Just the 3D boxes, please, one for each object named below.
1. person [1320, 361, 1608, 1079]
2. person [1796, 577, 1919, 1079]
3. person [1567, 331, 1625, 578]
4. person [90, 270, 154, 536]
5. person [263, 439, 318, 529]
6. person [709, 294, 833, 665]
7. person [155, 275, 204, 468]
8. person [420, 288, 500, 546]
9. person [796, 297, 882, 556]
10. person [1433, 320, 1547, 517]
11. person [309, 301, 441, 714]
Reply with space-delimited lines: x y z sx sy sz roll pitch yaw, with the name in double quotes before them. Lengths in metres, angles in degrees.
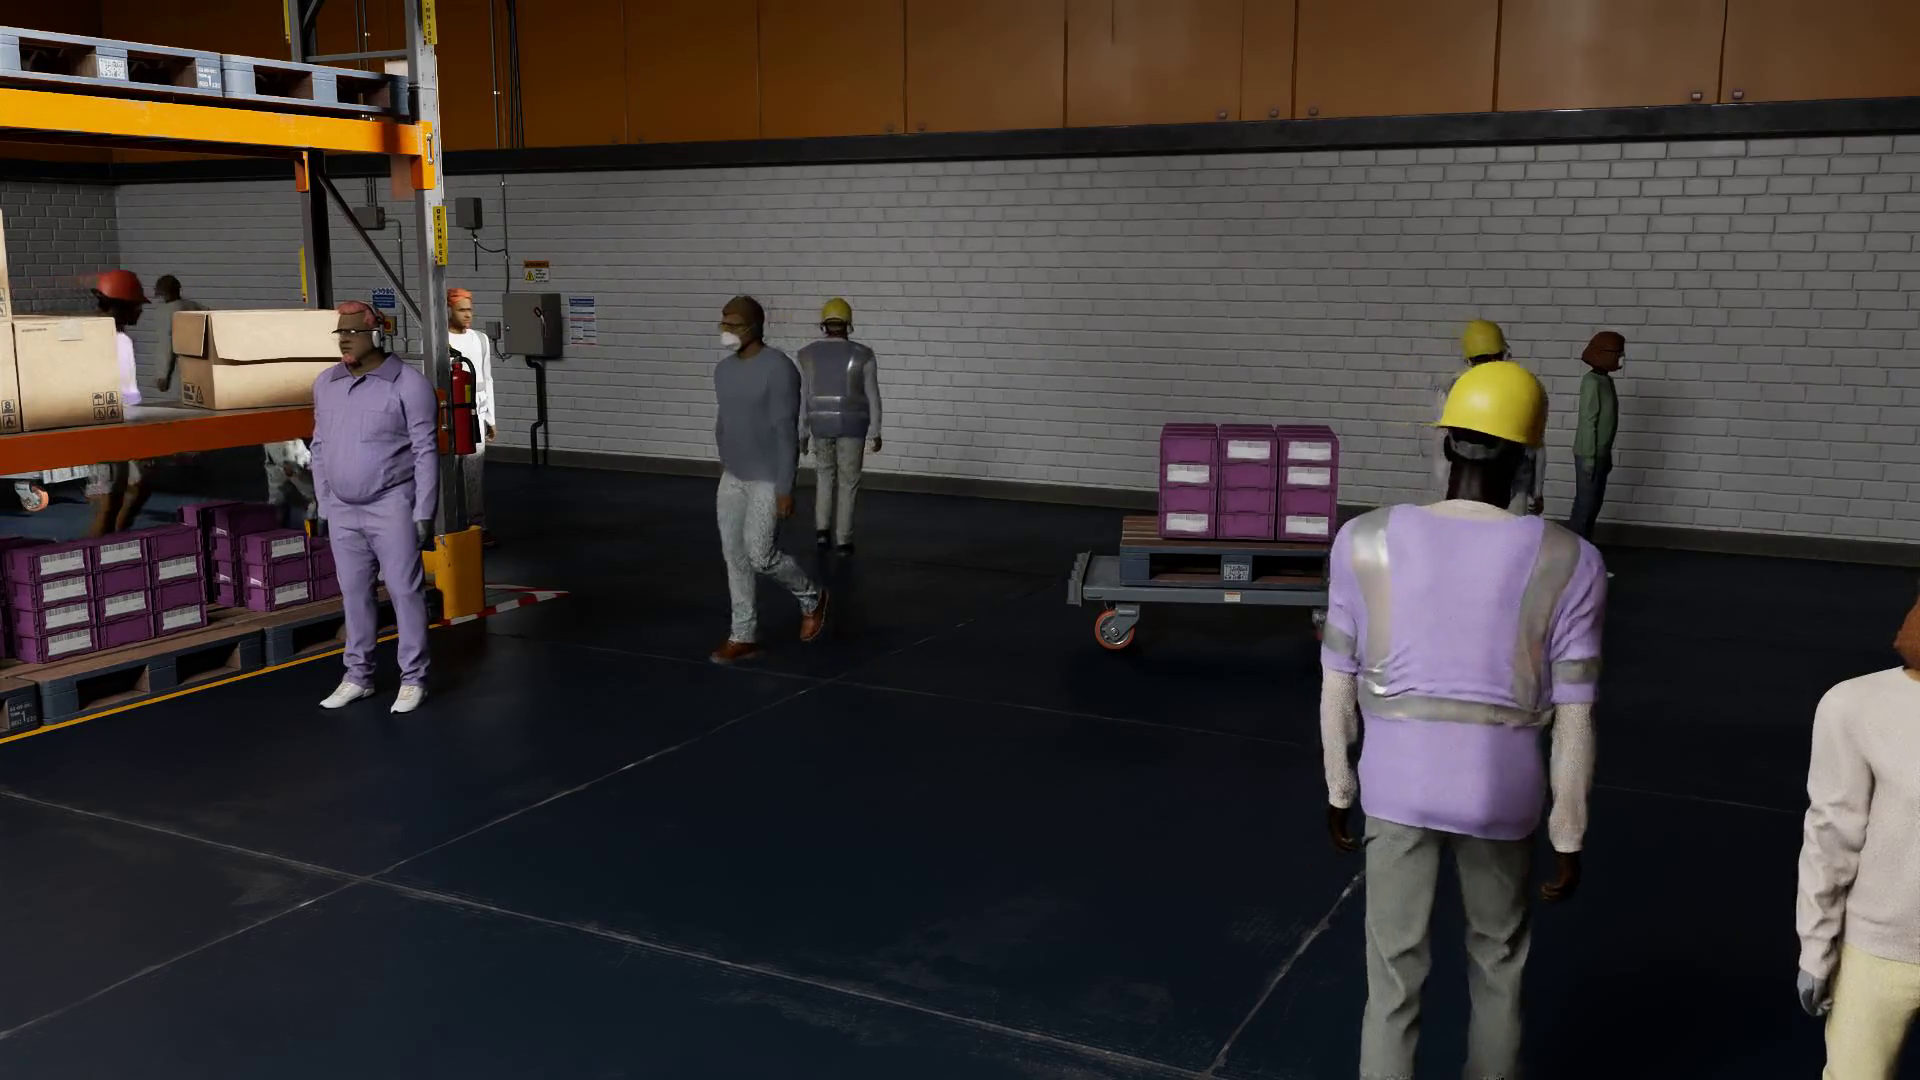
"person" 1.087 0.562 3.687 0.596 1.891 0.648 3 10 19
"person" 1.825 0.792 3.104 0.492 1.625 0.284 3 10 19
"person" 4.105 -0.529 10.737 0.275 1.629 0.505 6 12 33
"person" -5.224 -0.651 10.300 0.529 2.017 0.604 -7 12 -36
"person" -4.198 -0.573 10.680 0.630 1.721 0.497 -7 12 -34
"person" -1.018 -0.315 8.653 0.644 1.919 0.615 10 14 44
"person" -7.686 -1.663 16.510 0.396 1.907 0.702 1 10 7
"person" -3.586 -0.861 11.941 0.344 1.878 0.580 7 12 35
"person" -0.836 -0.791 11.728 0.595 1.817 0.481 3 10 15
"person" 2.851 -0.292 8.952 0.620 1.774 0.904 1 10 8
"person" -2.720 -0.144 7.694 0.643 1.910 0.400 3 10 16
